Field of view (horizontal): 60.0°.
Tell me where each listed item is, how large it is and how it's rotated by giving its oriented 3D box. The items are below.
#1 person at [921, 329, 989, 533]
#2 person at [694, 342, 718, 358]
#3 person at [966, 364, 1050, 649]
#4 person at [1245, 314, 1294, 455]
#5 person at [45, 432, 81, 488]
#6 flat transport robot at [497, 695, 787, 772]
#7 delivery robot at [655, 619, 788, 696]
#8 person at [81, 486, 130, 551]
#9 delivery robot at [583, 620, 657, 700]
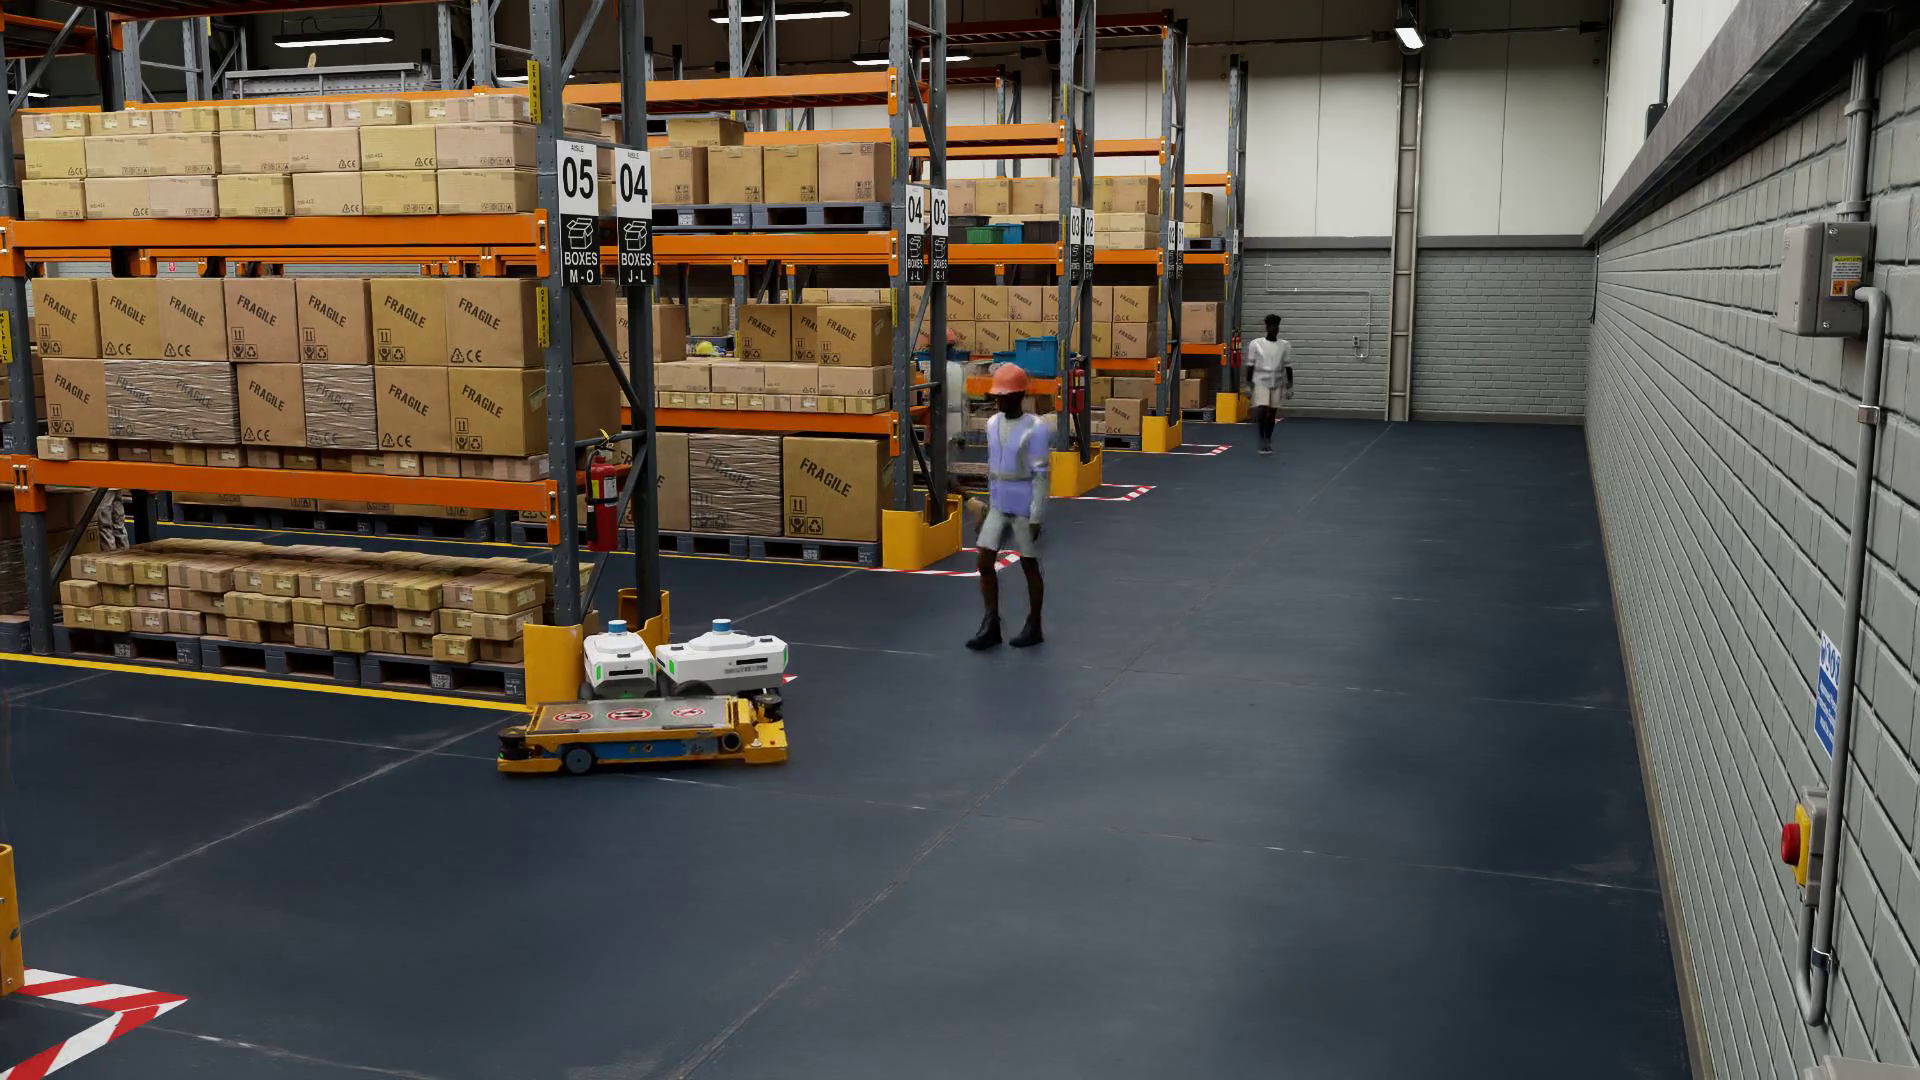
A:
[{"bbox_3d":[-0.085,-1.027,15.842,0.830,2.018,0.610,6,11,31],"label":"person"},{"bbox_3d":[-2.957,-1.438,19.322,0.932,1.713,0.536,3,10,18],"label":"person"},{"bbox_3d":[0.311,-0.204,10.992,0.563,1.905,0.768,8,12,42],"label":"person"},{"bbox_3d":[4.293,-2.131,22.906,0.644,1.942,0.691,-1,9,-7],"label":"person"},{"bbox_3d":[-8.366,-0.878,15.660,0.310,1.769,0.523,4,10,22],"label":"person"},{"bbox_3d":[-1.628,0.993,8.627,1.431,0.197,0.652,-1,9,-8],"label":"flat transport robot"},{"bbox_3d":[-1.335,0.688,9.358,0.707,0.478,0.477,-4,10,-24],"label":"delivery robot"},{"bbox_3d":[-6.705,-0.383,12.993,0.317,1.629,0.509,-1,9,-4],"label":"person"},{"bbox_3d":[-1.913,0.693,9.325,0.477,0.478,0.707,-3,10,-18],"label":"delivery robot"}]
